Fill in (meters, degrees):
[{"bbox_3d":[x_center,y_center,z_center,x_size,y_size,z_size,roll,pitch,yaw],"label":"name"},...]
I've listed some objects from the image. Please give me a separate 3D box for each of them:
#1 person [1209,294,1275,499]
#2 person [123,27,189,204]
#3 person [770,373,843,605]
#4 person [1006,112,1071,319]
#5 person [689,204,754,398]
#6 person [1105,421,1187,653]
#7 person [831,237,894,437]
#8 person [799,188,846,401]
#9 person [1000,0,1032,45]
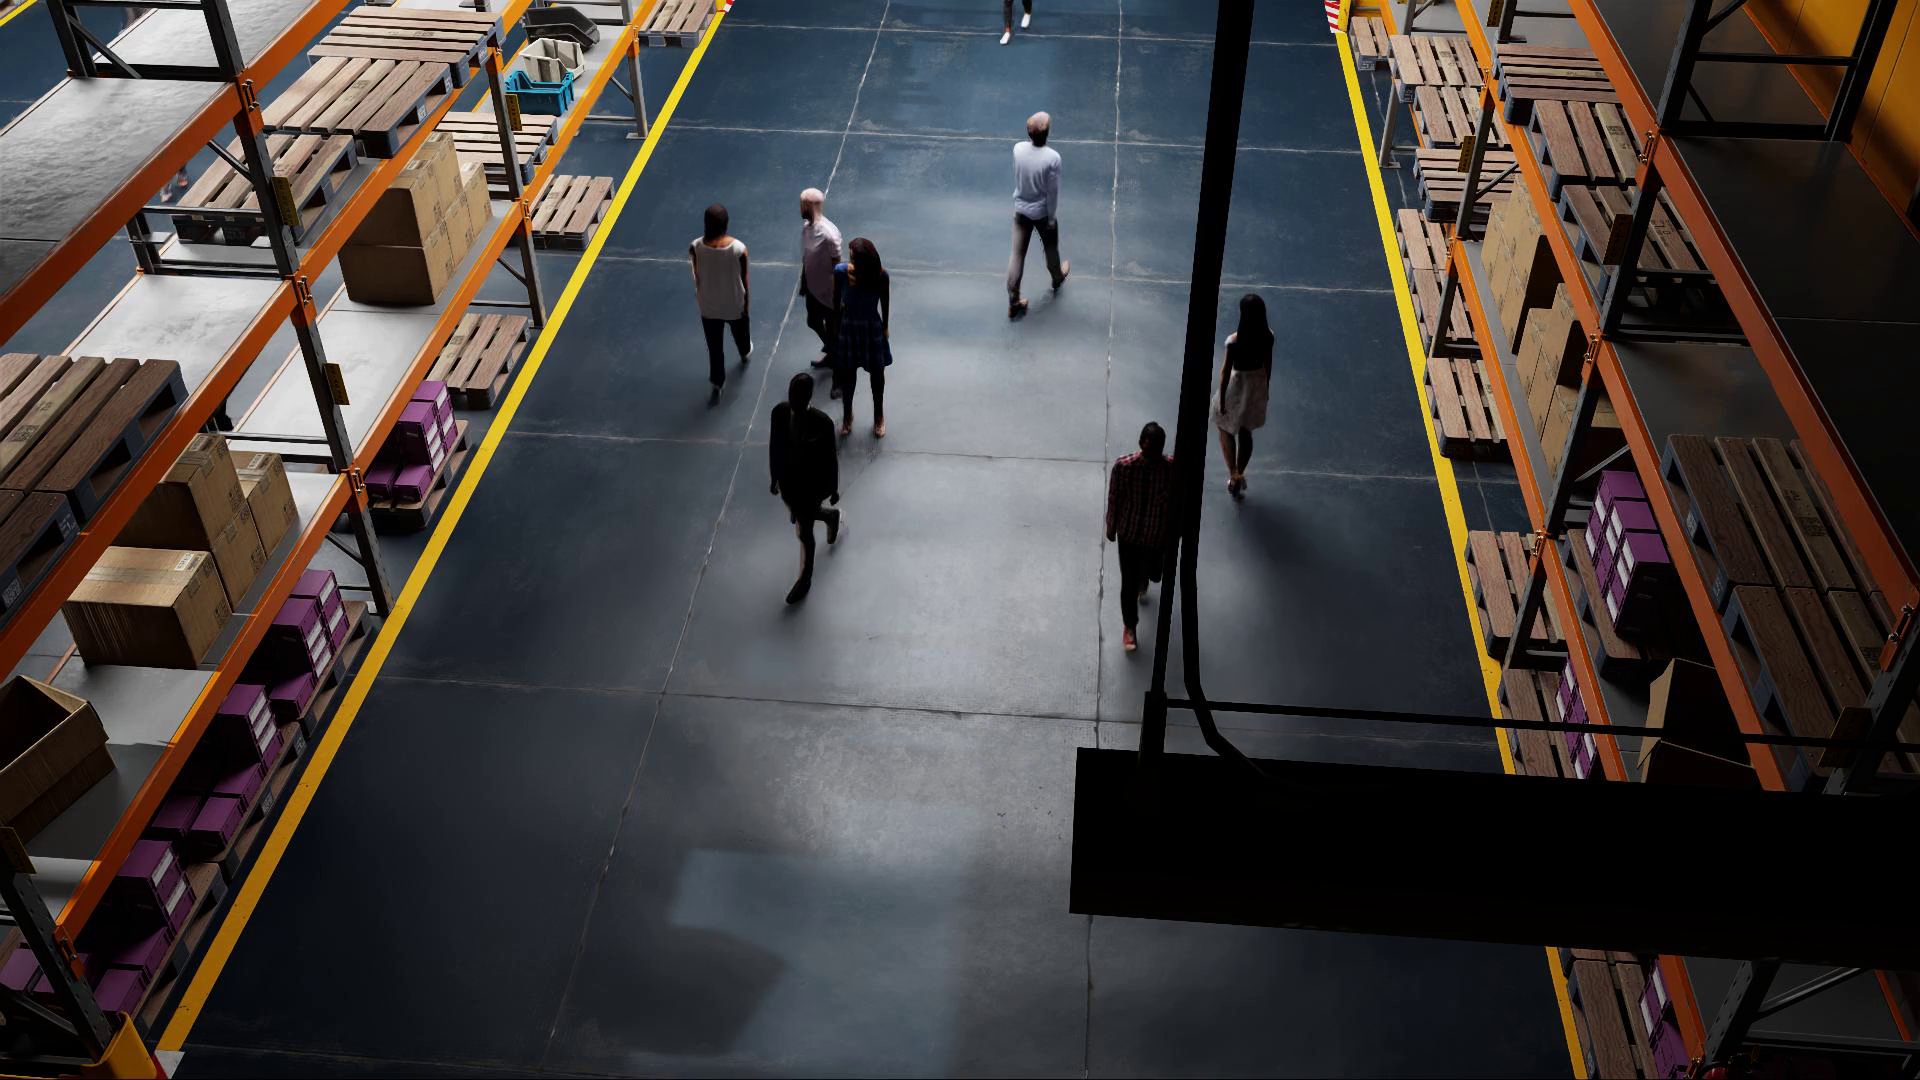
[{"bbox_3d":[2.200,-1.030,12.700,0.731,1.766,0.854,-6,39,-7],"label":"person"},{"bbox_3d":[-8.179,-4.379,16.914,0.845,1.740,1.071,-10,40,-13],"label":"person"},{"bbox_3d":[-1.090,-0.455,11.973,0.967,1.775,1.219,18,42,22],"label":"person"},{"bbox_3d":[0.624,-2.877,14.948,0.953,1.845,1.267,17,42,20],"label":"person"},{"bbox_3d":[-2.021,-1.998,14.005,0.655,1.650,1.064,3,39,4],"label":"person"},{"bbox_3d":[1.280,-0.115,11.576,0.737,1.740,1.022,1,39,1],"label":"person"},{"bbox_3d":[-0.795,-1.636,13.426,0.655,1.807,0.550,3,39,4],"label":"person"},{"bbox_3d":[-1.089,-2.058,13.958,0.839,1.803,0.923,27,46,30],"label":"person"},{"bbox_3d":[0.736,-6.930,20.204,0.719,1.621,1.056,11,40,14],"label":"person"}]
